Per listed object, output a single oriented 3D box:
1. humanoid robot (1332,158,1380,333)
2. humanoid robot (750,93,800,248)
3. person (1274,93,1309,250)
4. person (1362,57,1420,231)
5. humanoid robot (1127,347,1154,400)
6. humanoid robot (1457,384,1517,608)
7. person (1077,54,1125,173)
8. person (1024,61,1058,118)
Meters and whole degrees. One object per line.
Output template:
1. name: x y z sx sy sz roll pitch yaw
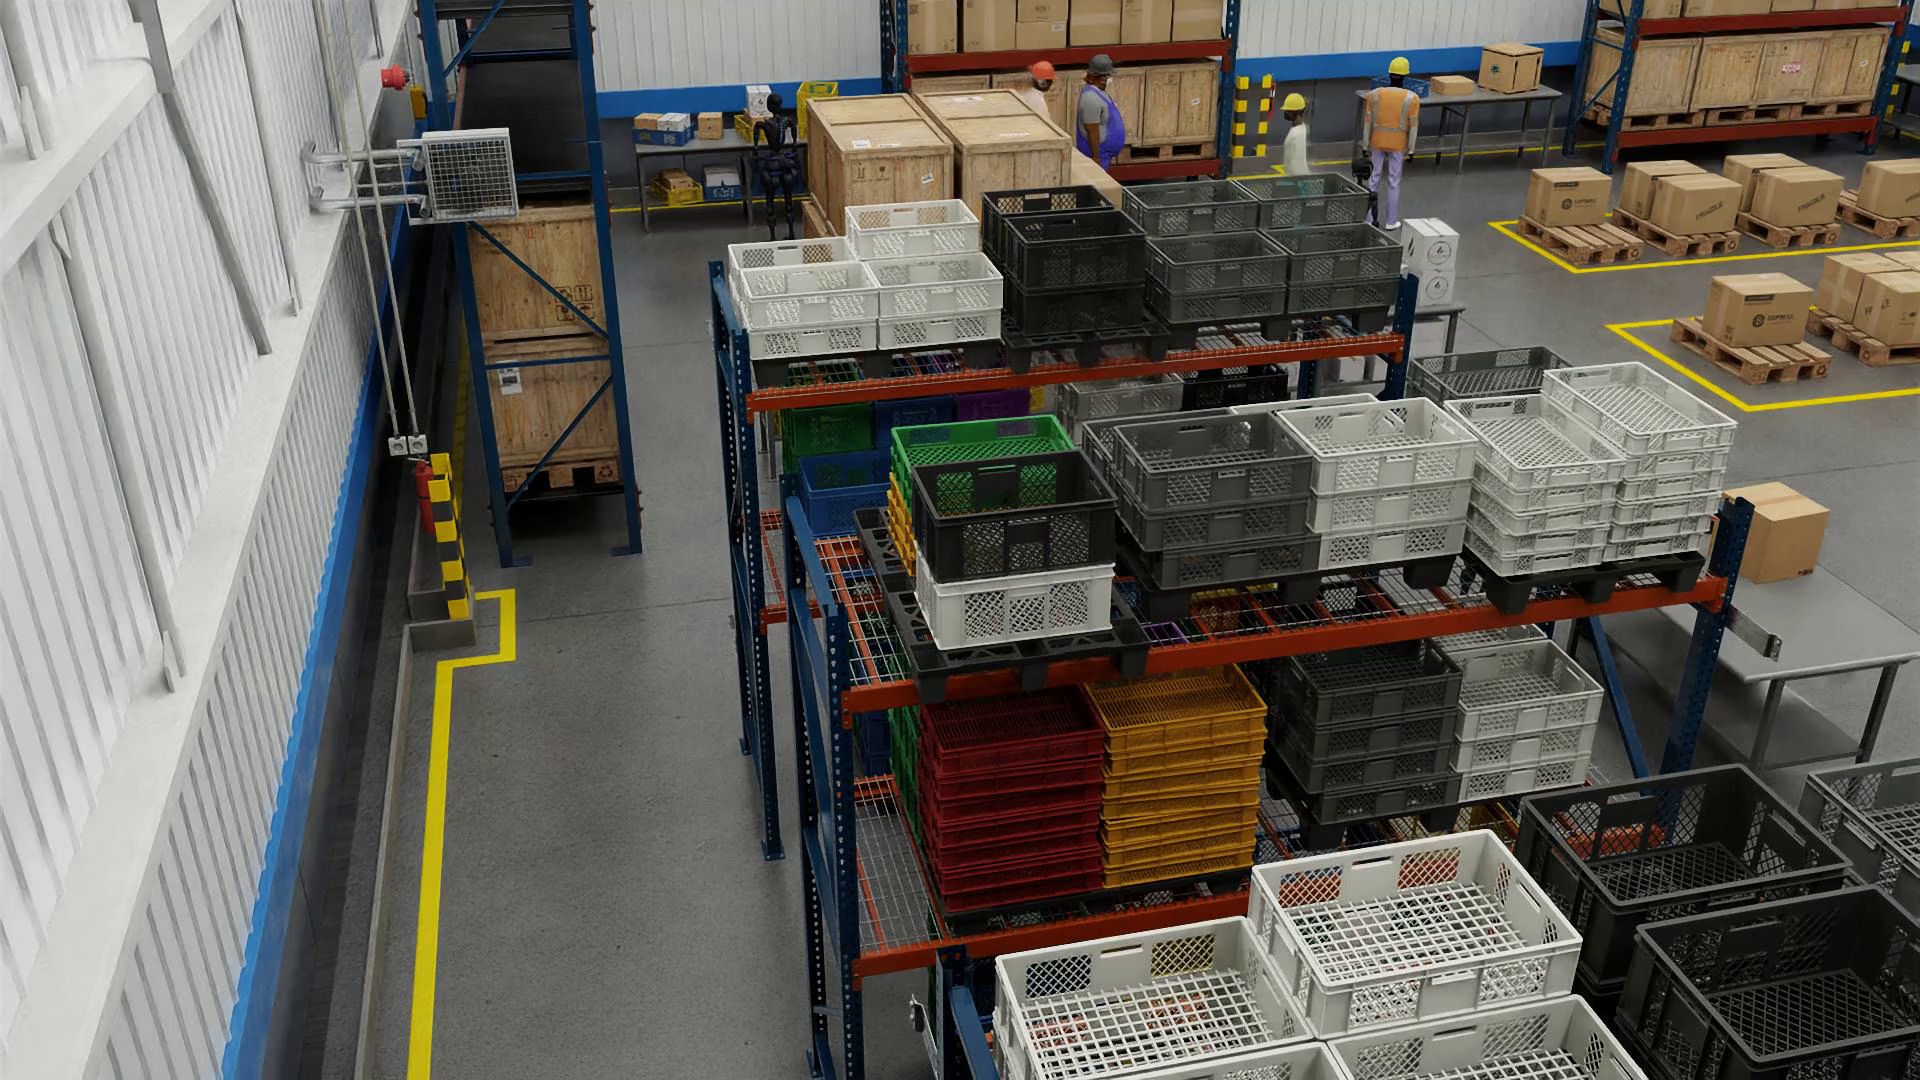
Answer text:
1. humanoid robot: 3.772 -2.829 15.888 0.329 1.657 0.587 -16 32 -28
2. humanoid robot: -2.015 -4.054 18.227 0.582 1.655 0.327 -17 32 -29
3. person: 3.561 -3.907 17.860 0.386 1.756 0.527 7 29 13
4. person: 4.824 -4.447 18.704 0.593 1.925 0.366 11 30 20
5. humanoid robot: 1.298 -0.721 11.967 0.749 1.652 0.593 12 30 22
6. humanoid robot: 3.561 -0.250 10.995 0.585 1.657 0.331 -19 33 -32
7. person: 1.551 -4.336 18.374 0.540 2.000 0.687 2 28 4
8. person: 0.804 -4.330 18.462 0.976 1.942 0.587 -2 28 -4
